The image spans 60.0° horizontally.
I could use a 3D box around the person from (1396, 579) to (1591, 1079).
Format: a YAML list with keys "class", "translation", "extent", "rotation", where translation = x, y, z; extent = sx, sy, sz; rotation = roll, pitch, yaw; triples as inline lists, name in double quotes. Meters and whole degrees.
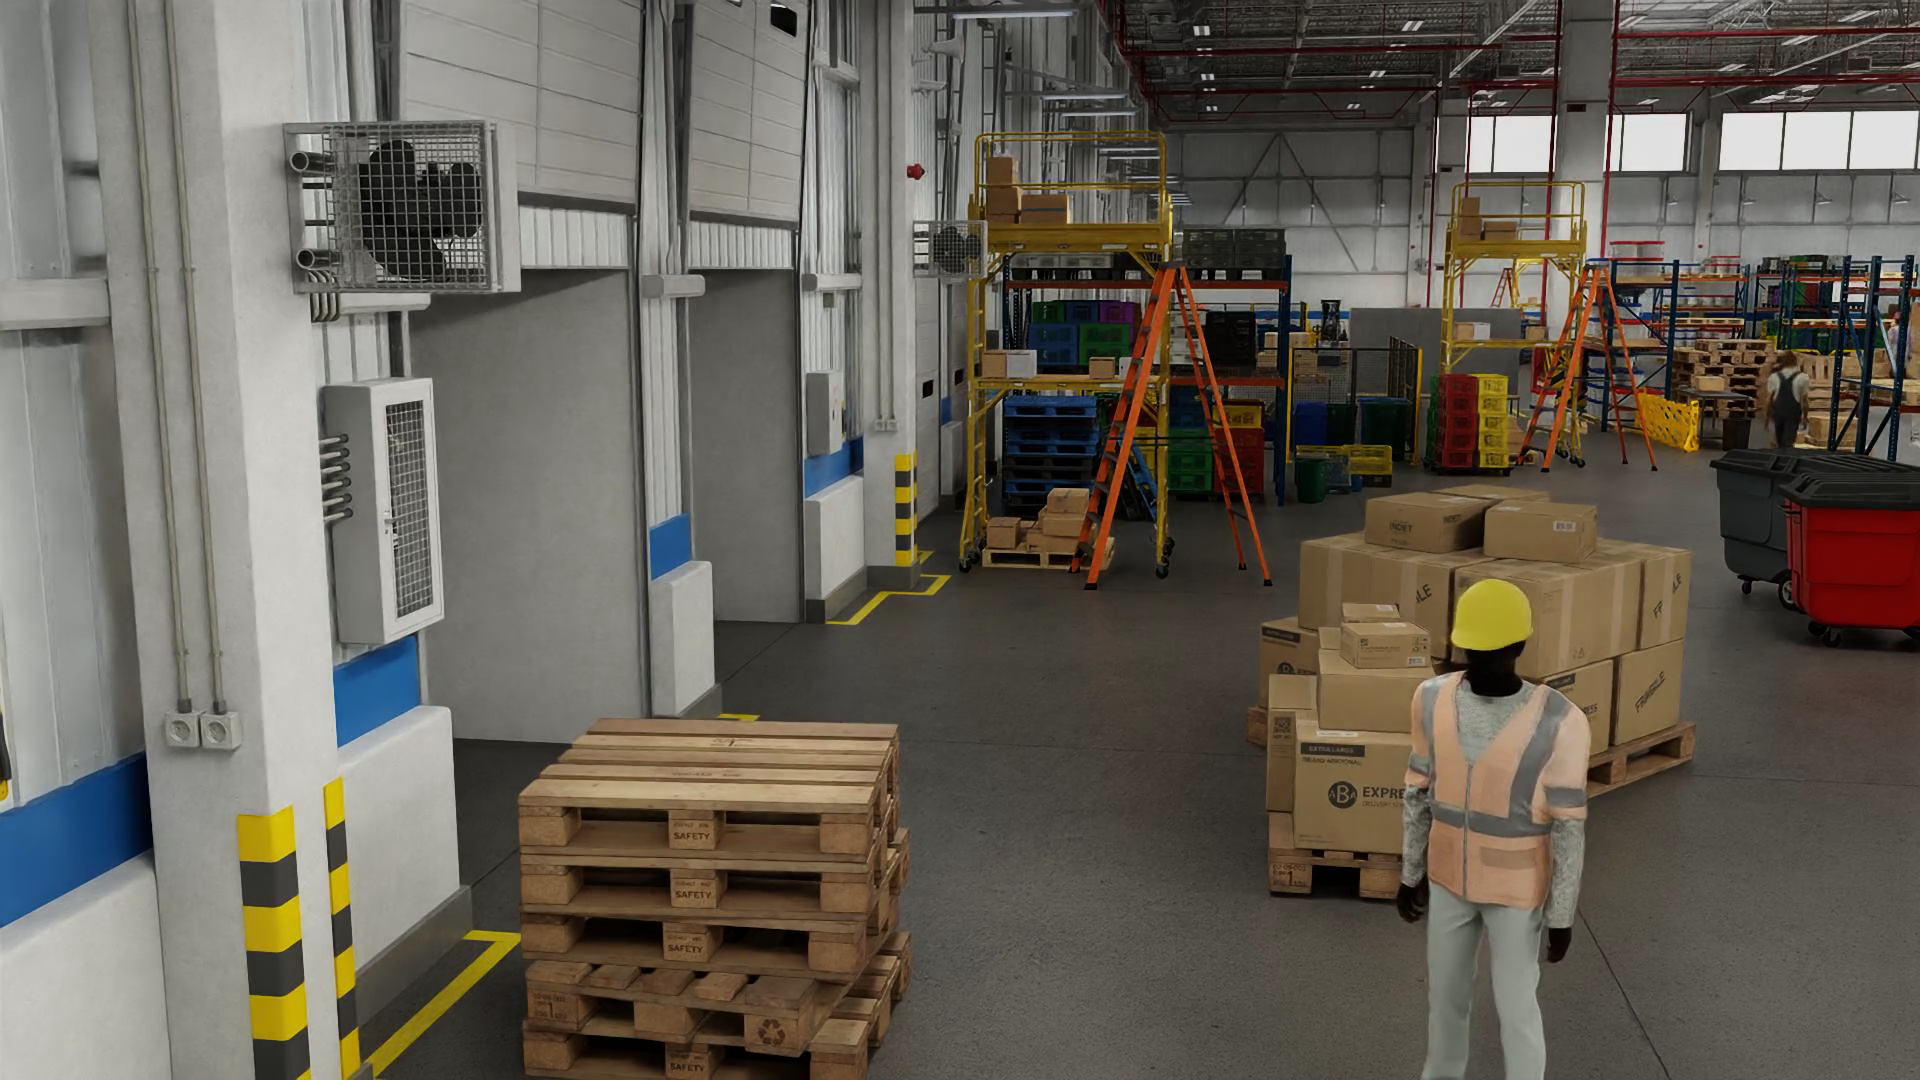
- class: "person"
  translation: [1.634, 1.061, 5.194]
  extent: [0.398, 1.918, 0.590]
  rotation: [-9, 13, -43]

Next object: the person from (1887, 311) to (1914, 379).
- class: "person"
  translation: [21.652, -4.312, 38.321]
  extent: [0.563, 1.920, 0.682]
  rotation: [2, 9, 14]

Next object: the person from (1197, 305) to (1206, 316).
- class: "person"
  translation: [6.418, -5.328, 44.564]
  extent: [0.543, 1.929, 0.387]
  rotation: [-9, 13, -42]

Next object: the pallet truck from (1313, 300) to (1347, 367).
- class: "pallet truck"
  translation: [11.159, -6.200, 49.718]
  extent: [0.823, 1.965, 1.885]
  rotation: [4, 10, 26]

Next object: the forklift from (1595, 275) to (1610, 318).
- class: "forklift"
  translation: [15.026, -5.007, 39.649]
  extent: [1.129, 2.768, 1.873]
  rotation: [-7, 12, -37]

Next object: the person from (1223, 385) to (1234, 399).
- class: "person"
  translation: [5.653, -3.603, 34.835]
  extent: [0.313, 1.632, 0.523]
  rotation: [-2, 9, -13]

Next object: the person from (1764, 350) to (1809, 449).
- class: "person"
  translation: [11.024, -1.639, 22.214]
  extent: [0.537, 1.801, 0.871]
  rotation: [7, 11, 36]

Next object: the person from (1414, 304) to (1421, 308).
- class: "person"
  translation: [13.820, -6.221, 50.364]
  extent: [0.587, 1.841, 0.964]
  rotation: [-3, 10, -19]

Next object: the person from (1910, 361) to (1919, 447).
- class: "person"
  translation: [15.646, -2.365, 26.866]
  extent: [0.484, 1.739, 0.320]
  rotation: [-4, 10, -24]
